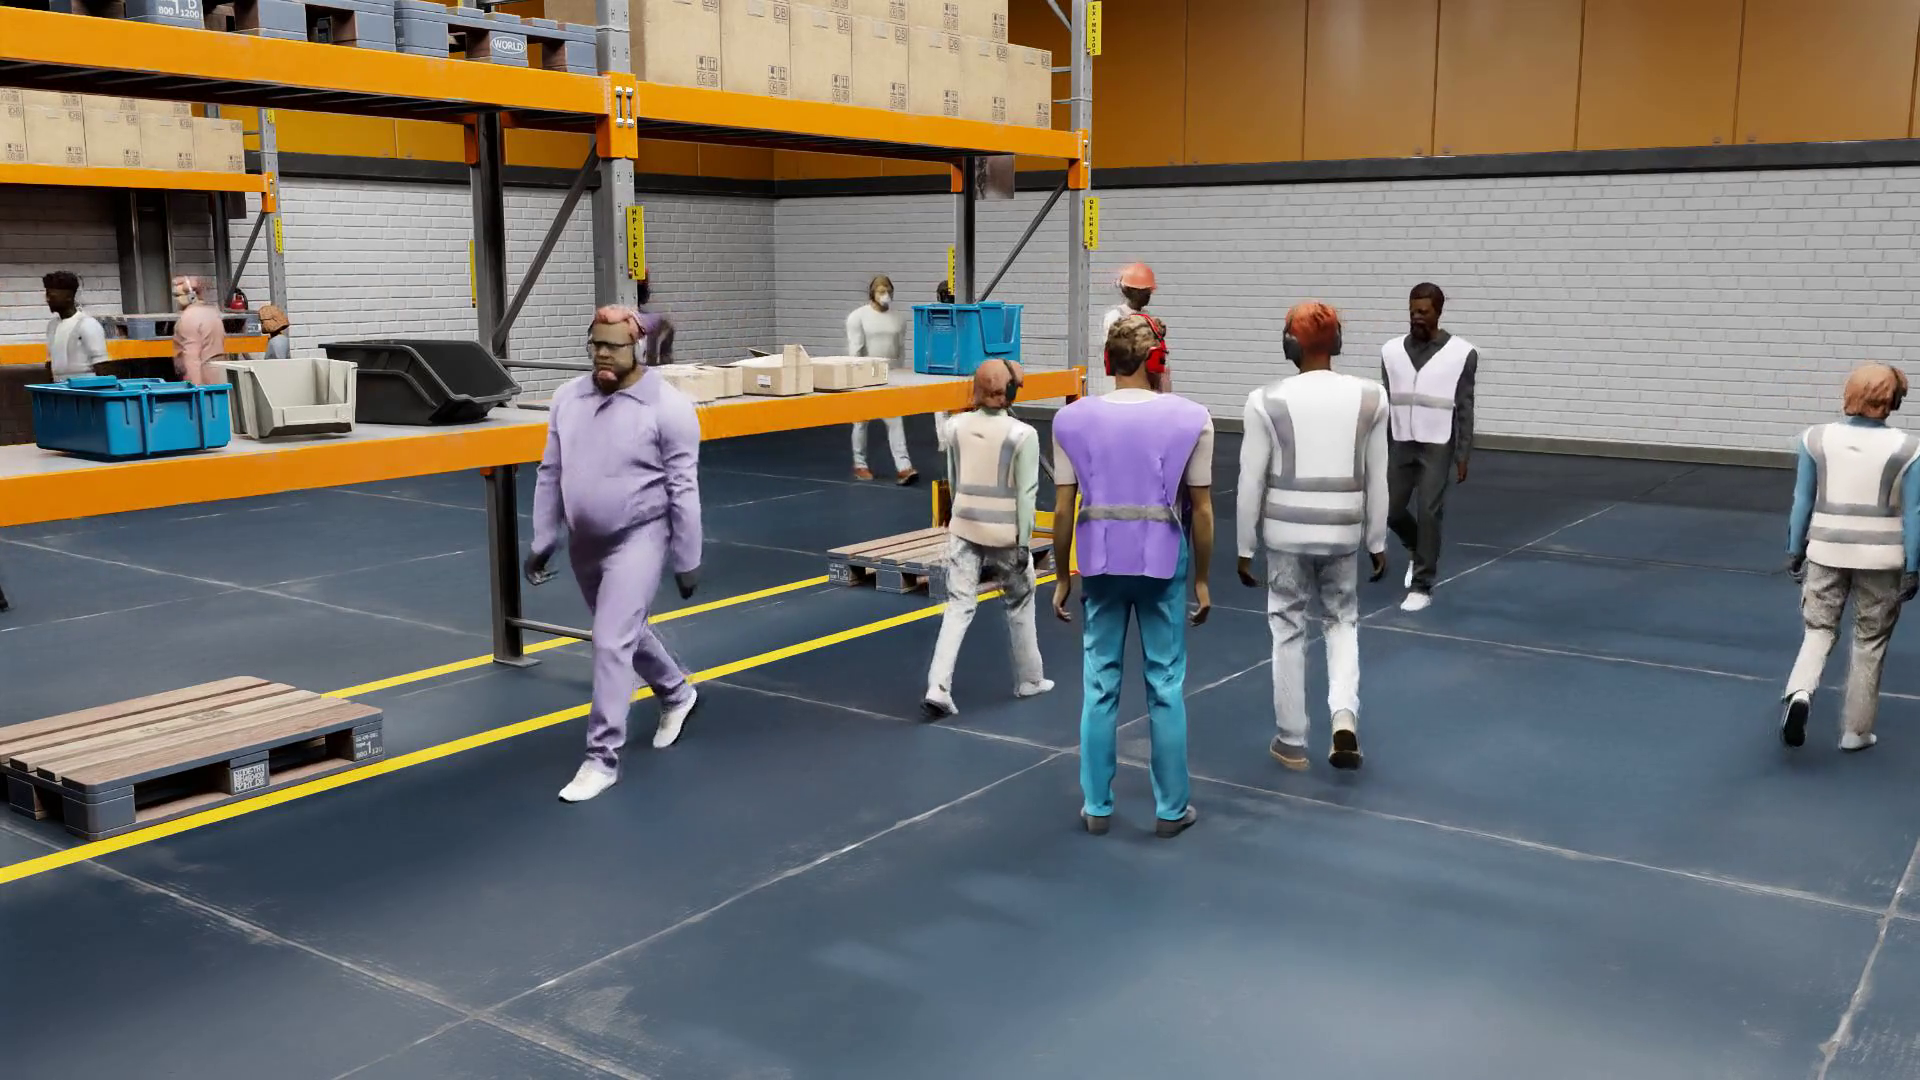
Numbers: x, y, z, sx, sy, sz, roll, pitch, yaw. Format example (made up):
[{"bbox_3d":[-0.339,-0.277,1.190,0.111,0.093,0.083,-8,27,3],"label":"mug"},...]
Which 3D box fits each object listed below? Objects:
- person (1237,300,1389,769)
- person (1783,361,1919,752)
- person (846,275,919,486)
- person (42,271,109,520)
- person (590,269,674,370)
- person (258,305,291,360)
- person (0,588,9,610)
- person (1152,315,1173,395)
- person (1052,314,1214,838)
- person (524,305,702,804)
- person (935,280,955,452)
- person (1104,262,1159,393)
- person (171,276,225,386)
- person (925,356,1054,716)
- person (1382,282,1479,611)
[{"bbox_3d":[1.375,0.006,6.484,0.607,1.873,0.552,0,10,-3],"label":"person"},{"bbox_3d":[3.603,0.092,6.727,0.527,1.619,0.554,9,13,44],"label":"person"},{"bbox_3d":[-0.716,-1.433,15.035,0.632,1.884,1.033,-5,11,-28],"label":"person"},{"bbox_3d":[-6.988,-1.131,13.068,0.613,1.944,0.667,8,12,38],"label":"person"},{"bbox_3d":[-2.272,-0.886,11.480,0.618,2.009,0.444,-6,11,-34],"label":"person"},{"bbox_3d":[-6.097,-1.281,14.903,0.278,1.628,0.500,-3,10,-20],"label":"person"},{"bbox_3d":[-5.830,-0.447,9.153,0.564,1.884,1.017,9,13,42],"label":"person"},{"bbox_3d":[1.546,-1.029,13.515,0.895,1.581,0.523,-6,11,-30],"label":"person"},{"bbox_3d":[0.597,0.138,5.815,0.564,1.839,0.395,2,10,13],"label":"person"},{"bbox_3d":[-1.296,0.007,6.534,0.644,1.866,0.956,5,11,28],"label":"person"},{"bbox_3d":[-0.120,-1.855,17.727,0.646,1.825,0.469,0,10,-2],"label":"person"},{"bbox_3d":[1.303,-1.180,13.136,0.604,2.020,0.632,7,12,35],"label":"person"},{"bbox_3d":[-6.610,-1.325,14.376,0.720,1.880,0.687,1,10,5],"label":"person"},{"bbox_3d":[0.121,-0.021,7.469,0.513,1.602,0.825,6,11,31],"label":"person"},{"bbox_3d":[2.728,-0.549,9.737,0.594,1.904,0.544,8,12,38],"label":"person"}]
